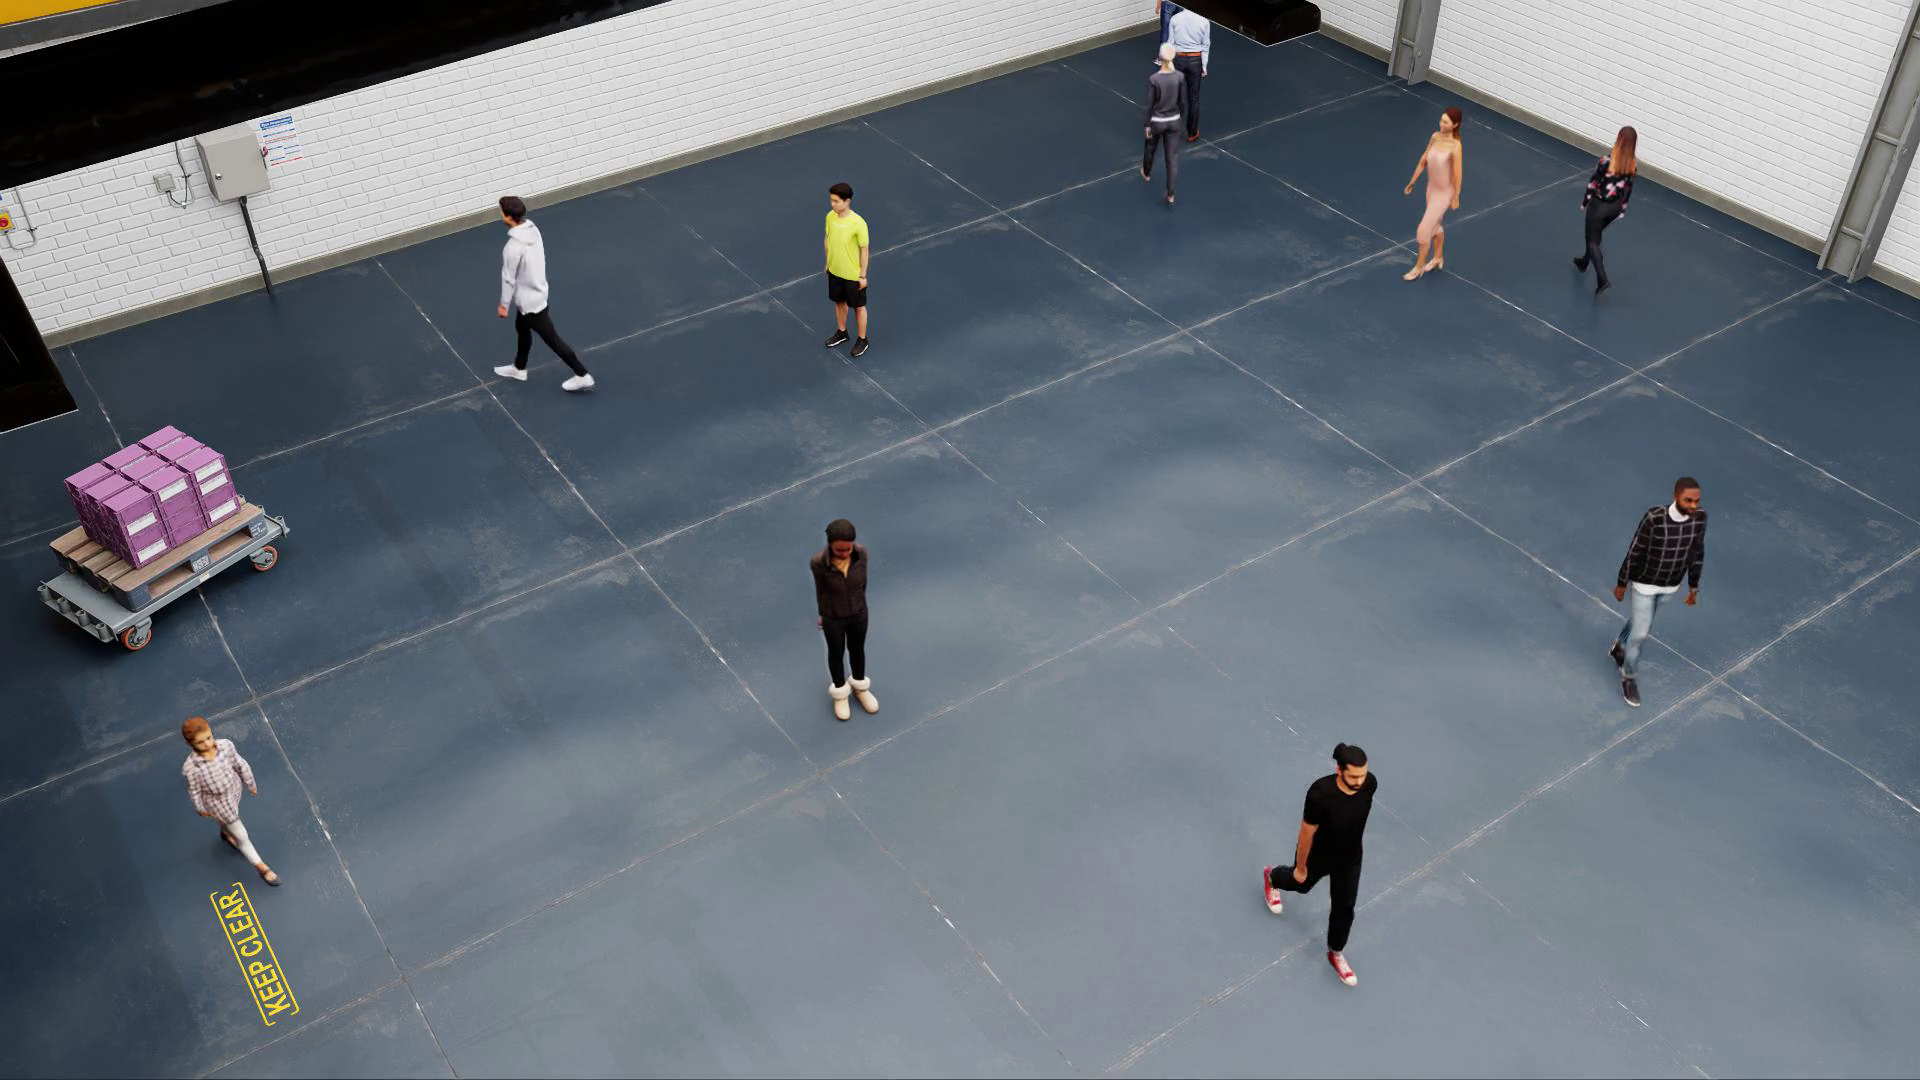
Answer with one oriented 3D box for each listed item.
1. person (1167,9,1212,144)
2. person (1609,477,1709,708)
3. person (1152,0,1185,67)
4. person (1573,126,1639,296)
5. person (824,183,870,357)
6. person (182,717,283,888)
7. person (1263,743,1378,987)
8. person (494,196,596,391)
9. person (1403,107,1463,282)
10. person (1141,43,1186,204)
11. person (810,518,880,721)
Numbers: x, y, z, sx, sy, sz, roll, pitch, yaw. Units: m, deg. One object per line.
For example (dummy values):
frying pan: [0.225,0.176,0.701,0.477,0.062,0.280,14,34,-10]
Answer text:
person: [2.588,-5.415,18.974,0.730,1.792,0.781,5,39,6]
person: [4.926,0.230,11.897,0.900,1.803,1.006,-6,39,-8]
person: [2.651,-6.727,20.800,0.565,1.563,0.561,-17,42,-20]
person: [6.363,-3.220,16.340,0.856,1.649,1.137,-7,39,-8]
person: [-1.052,-2.536,15.436,0.586,1.708,0.751,24,44,27]
person: [-4.735,1.593,10.614,0.999,1.274,0.733,26,45,29]
person: [2.160,1.808,9.980,0.829,1.730,1.212,-13,40,-15]
person: [-3.718,-2.133,14.792,1.246,1.883,1.227,4,39,5]
person: [4.841,-3.451,16.502,0.801,1.808,0.781,-11,40,-13]
person: [2.220,-4.447,17.851,0.985,1.682,1.185,-3,39,-3]
person: [-0.818,0.501,11.672,0.654,1.660,0.604,-23,44,-26]
